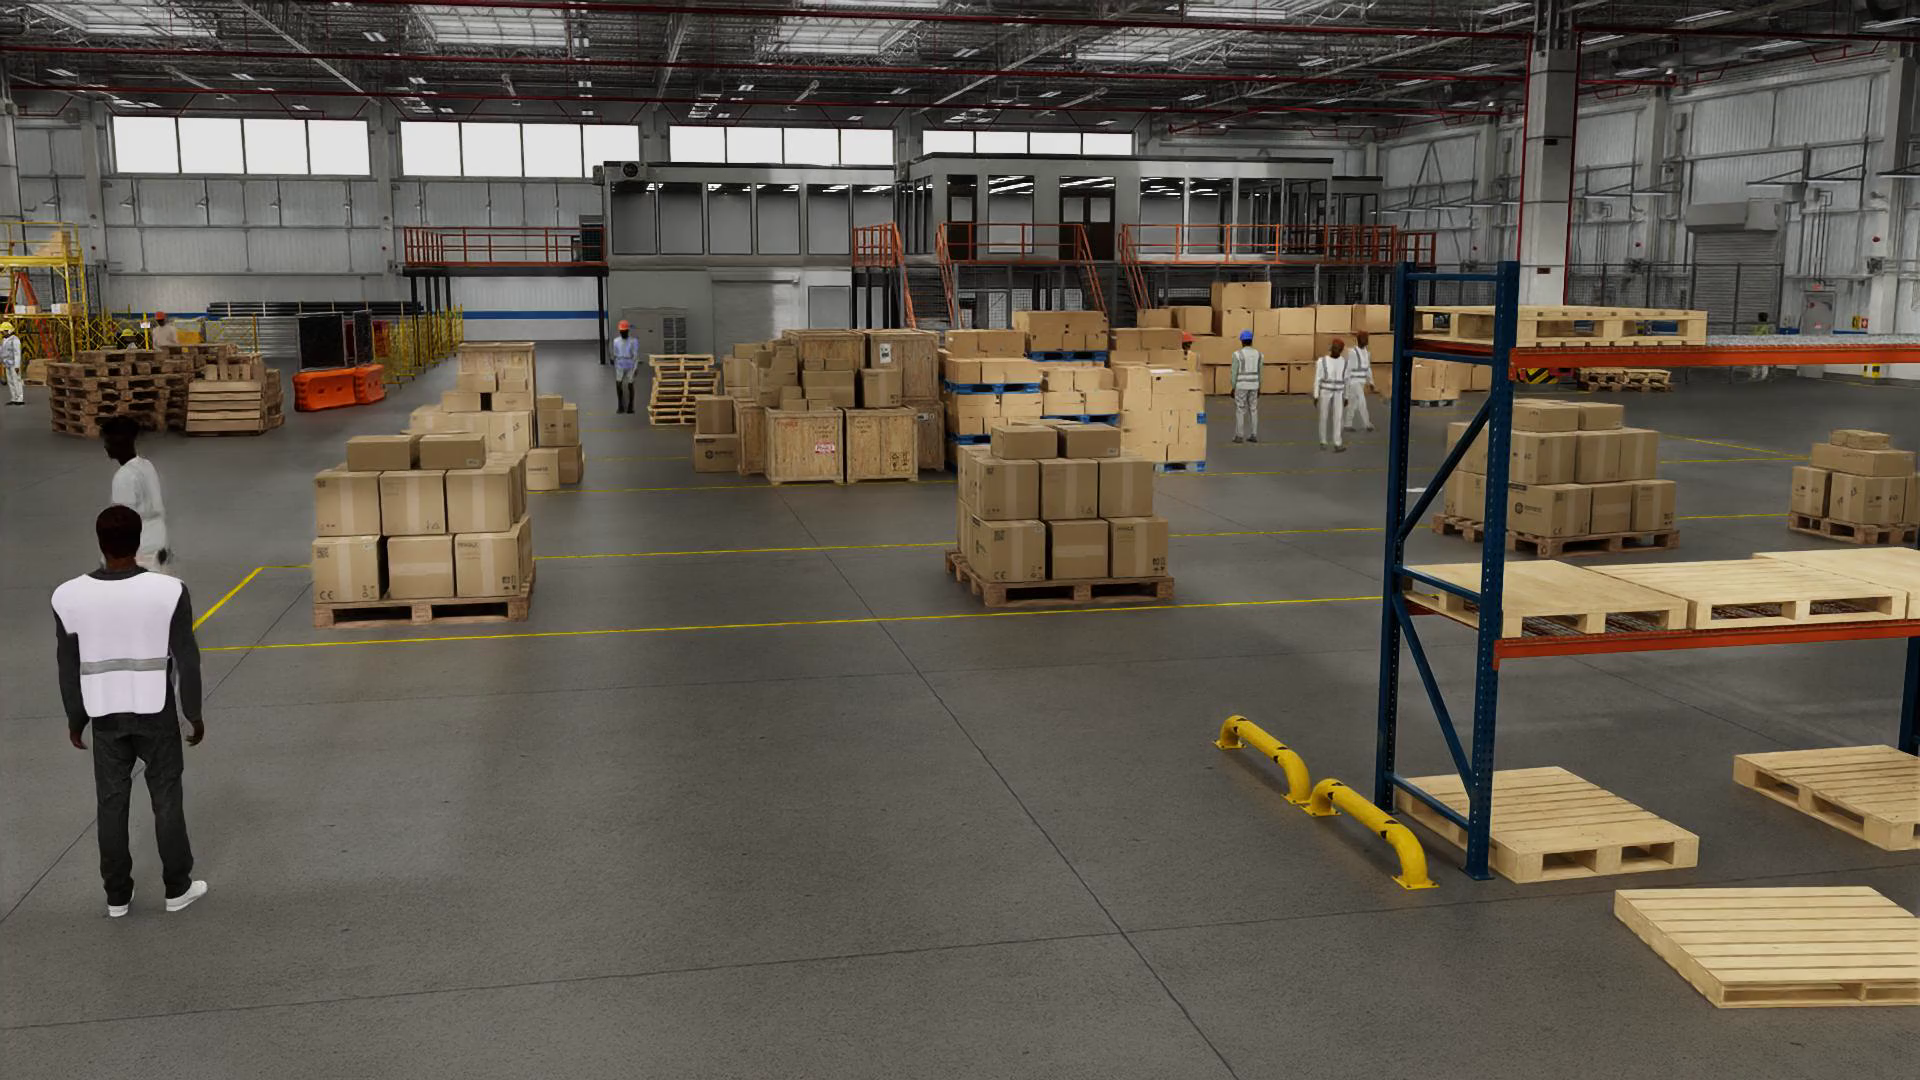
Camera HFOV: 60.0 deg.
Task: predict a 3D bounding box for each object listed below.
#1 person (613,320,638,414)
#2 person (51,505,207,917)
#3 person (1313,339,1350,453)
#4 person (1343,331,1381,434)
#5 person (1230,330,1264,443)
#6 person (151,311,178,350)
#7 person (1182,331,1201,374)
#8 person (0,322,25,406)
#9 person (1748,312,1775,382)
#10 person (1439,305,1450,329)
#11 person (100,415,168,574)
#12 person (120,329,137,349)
[{"bbox_3d":[-6.848,-3.523,34.021,0.547,1.913,0.657,1,9,6],"label":"person"},{"bbox_3d":[-3.825,0.797,7.702,0.604,1.921,0.377,-2,10,-13],"label":"person"},{"bbox_3d":[6.046,-2.332,26.999,0.643,1.835,0.926,-1,9,-4],"label":"person"},{"bbox_3d":[7.311,-2.830,29.995,0.896,1.848,0.611,8,12,41],"label":"person"},{"bbox_3d":[4.908,-2.627,28.521,0.601,1.940,0.415,-4,10,-23],"label":"person"},{"bbox_3d":[-18.698,-4.399,39.170,0.634,1.979,0.672,0,9,-1],"label":"person"},{"bbox_3d":[3.913,-2.617,28.526,0.552,1.918,0.821,-6,11,-33],"label":"person"},{"bbox_3d":[-20.572,-3.807,36.056,0.595,1.824,0.404,6,11,33],"label":"person"},{"bbox_3d":[21.103,-5.090,43.807,0.429,1.841,0.634,-4,10,-23],"label":"person"},{"bbox_3d":[14.955,-6.289,51.104,0.504,1.847,0.345,4,10,24],"label":"person"},{"bbox_3d":[-6.196,0.041,12.284,0.974,1.915,0.634,-2,10,-14],"label":"person"},{"bbox_3d":[-17.015,-3.456,34.147,0.318,1.742,0.492,-7,12,-37],"label":"person"}]
